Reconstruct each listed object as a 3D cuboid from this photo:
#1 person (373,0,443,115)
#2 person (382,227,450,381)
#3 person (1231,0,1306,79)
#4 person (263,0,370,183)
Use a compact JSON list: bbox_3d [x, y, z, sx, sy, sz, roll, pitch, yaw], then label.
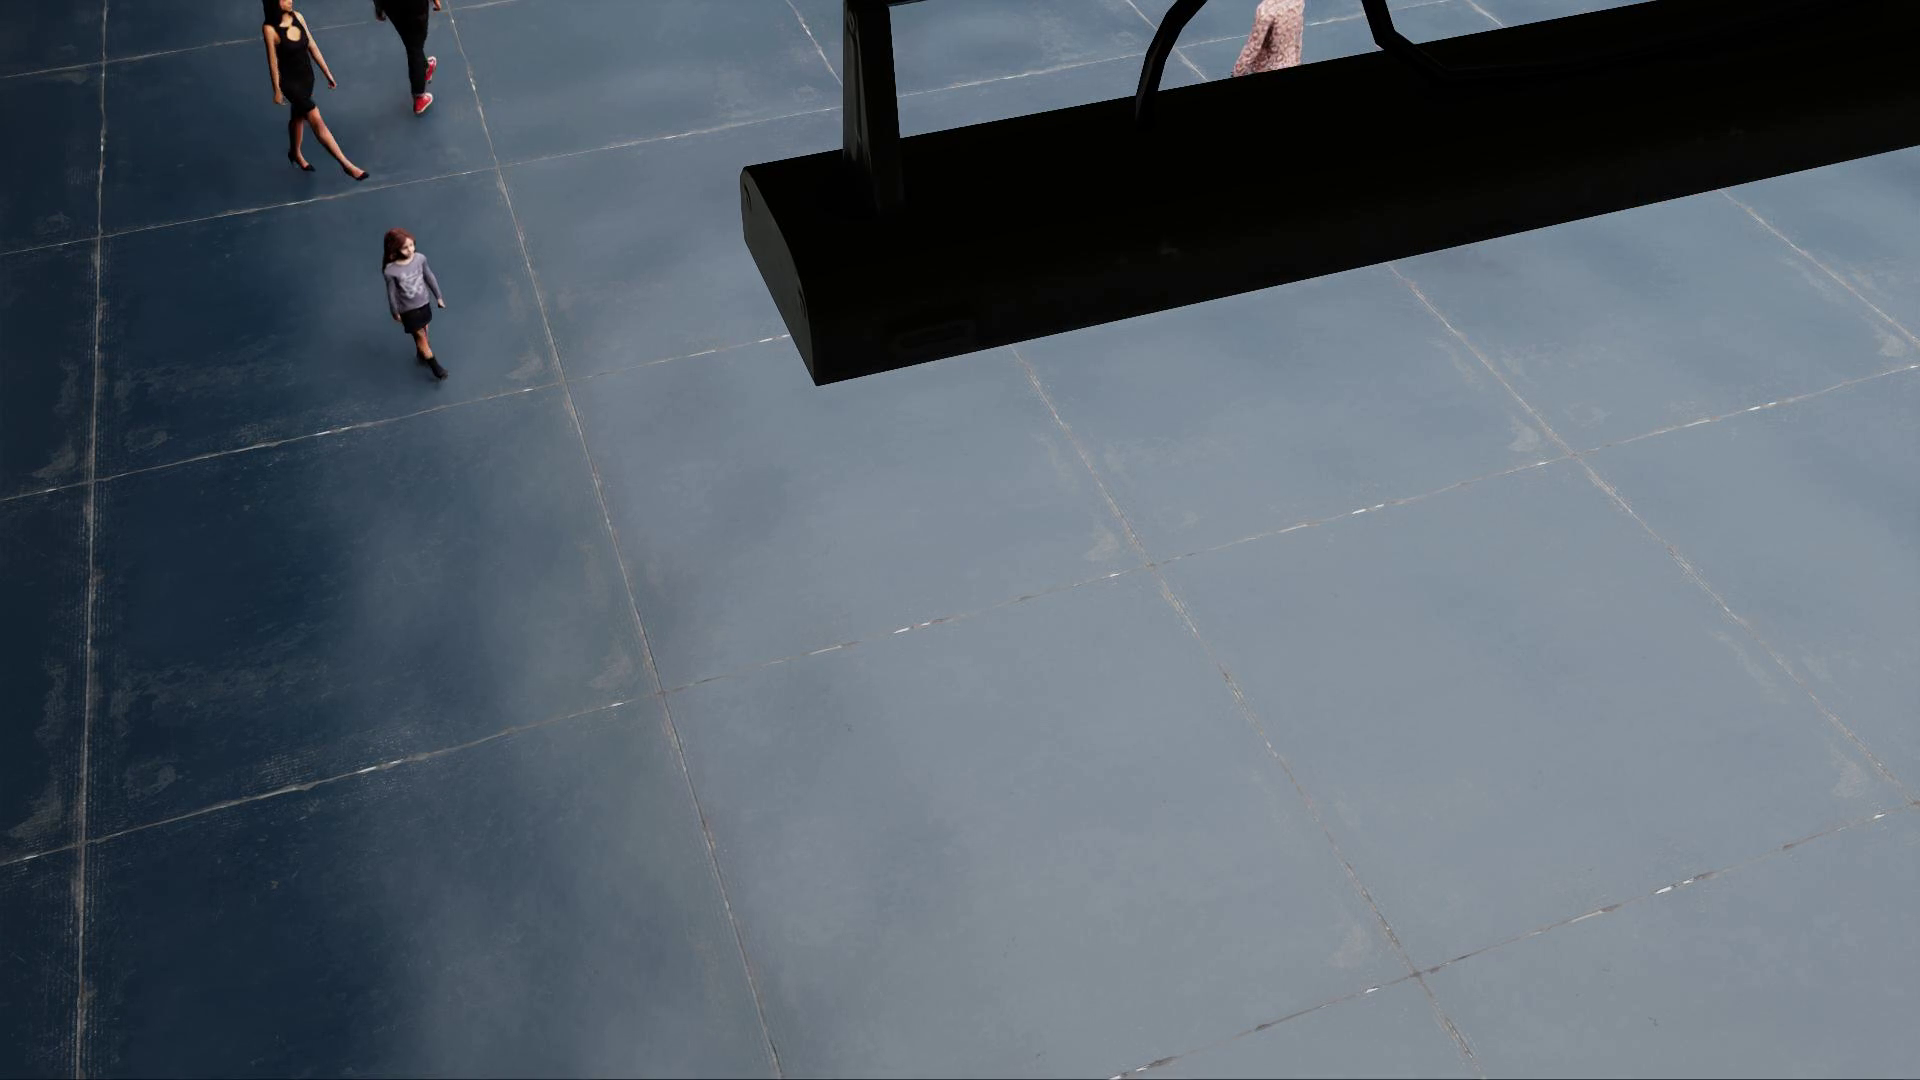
[{"bbox_3d":[-4.532,-4.302,13.493,0.917,1.727,1.129,4,43,4],"label":"person"},{"bbox_3d":[-3.670,-1.618,11.085,0.759,1.091,0.660,30,51,29],"label":"person"},{"bbox_3d":[2.431,-3.491,12.592,1.229,1.772,1.052,31,51,29],"label":"person"},{"bbox_3d":[-5.133,-3.491,12.712,1.055,1.608,1.033,15,45,16],"label":"person"}]
